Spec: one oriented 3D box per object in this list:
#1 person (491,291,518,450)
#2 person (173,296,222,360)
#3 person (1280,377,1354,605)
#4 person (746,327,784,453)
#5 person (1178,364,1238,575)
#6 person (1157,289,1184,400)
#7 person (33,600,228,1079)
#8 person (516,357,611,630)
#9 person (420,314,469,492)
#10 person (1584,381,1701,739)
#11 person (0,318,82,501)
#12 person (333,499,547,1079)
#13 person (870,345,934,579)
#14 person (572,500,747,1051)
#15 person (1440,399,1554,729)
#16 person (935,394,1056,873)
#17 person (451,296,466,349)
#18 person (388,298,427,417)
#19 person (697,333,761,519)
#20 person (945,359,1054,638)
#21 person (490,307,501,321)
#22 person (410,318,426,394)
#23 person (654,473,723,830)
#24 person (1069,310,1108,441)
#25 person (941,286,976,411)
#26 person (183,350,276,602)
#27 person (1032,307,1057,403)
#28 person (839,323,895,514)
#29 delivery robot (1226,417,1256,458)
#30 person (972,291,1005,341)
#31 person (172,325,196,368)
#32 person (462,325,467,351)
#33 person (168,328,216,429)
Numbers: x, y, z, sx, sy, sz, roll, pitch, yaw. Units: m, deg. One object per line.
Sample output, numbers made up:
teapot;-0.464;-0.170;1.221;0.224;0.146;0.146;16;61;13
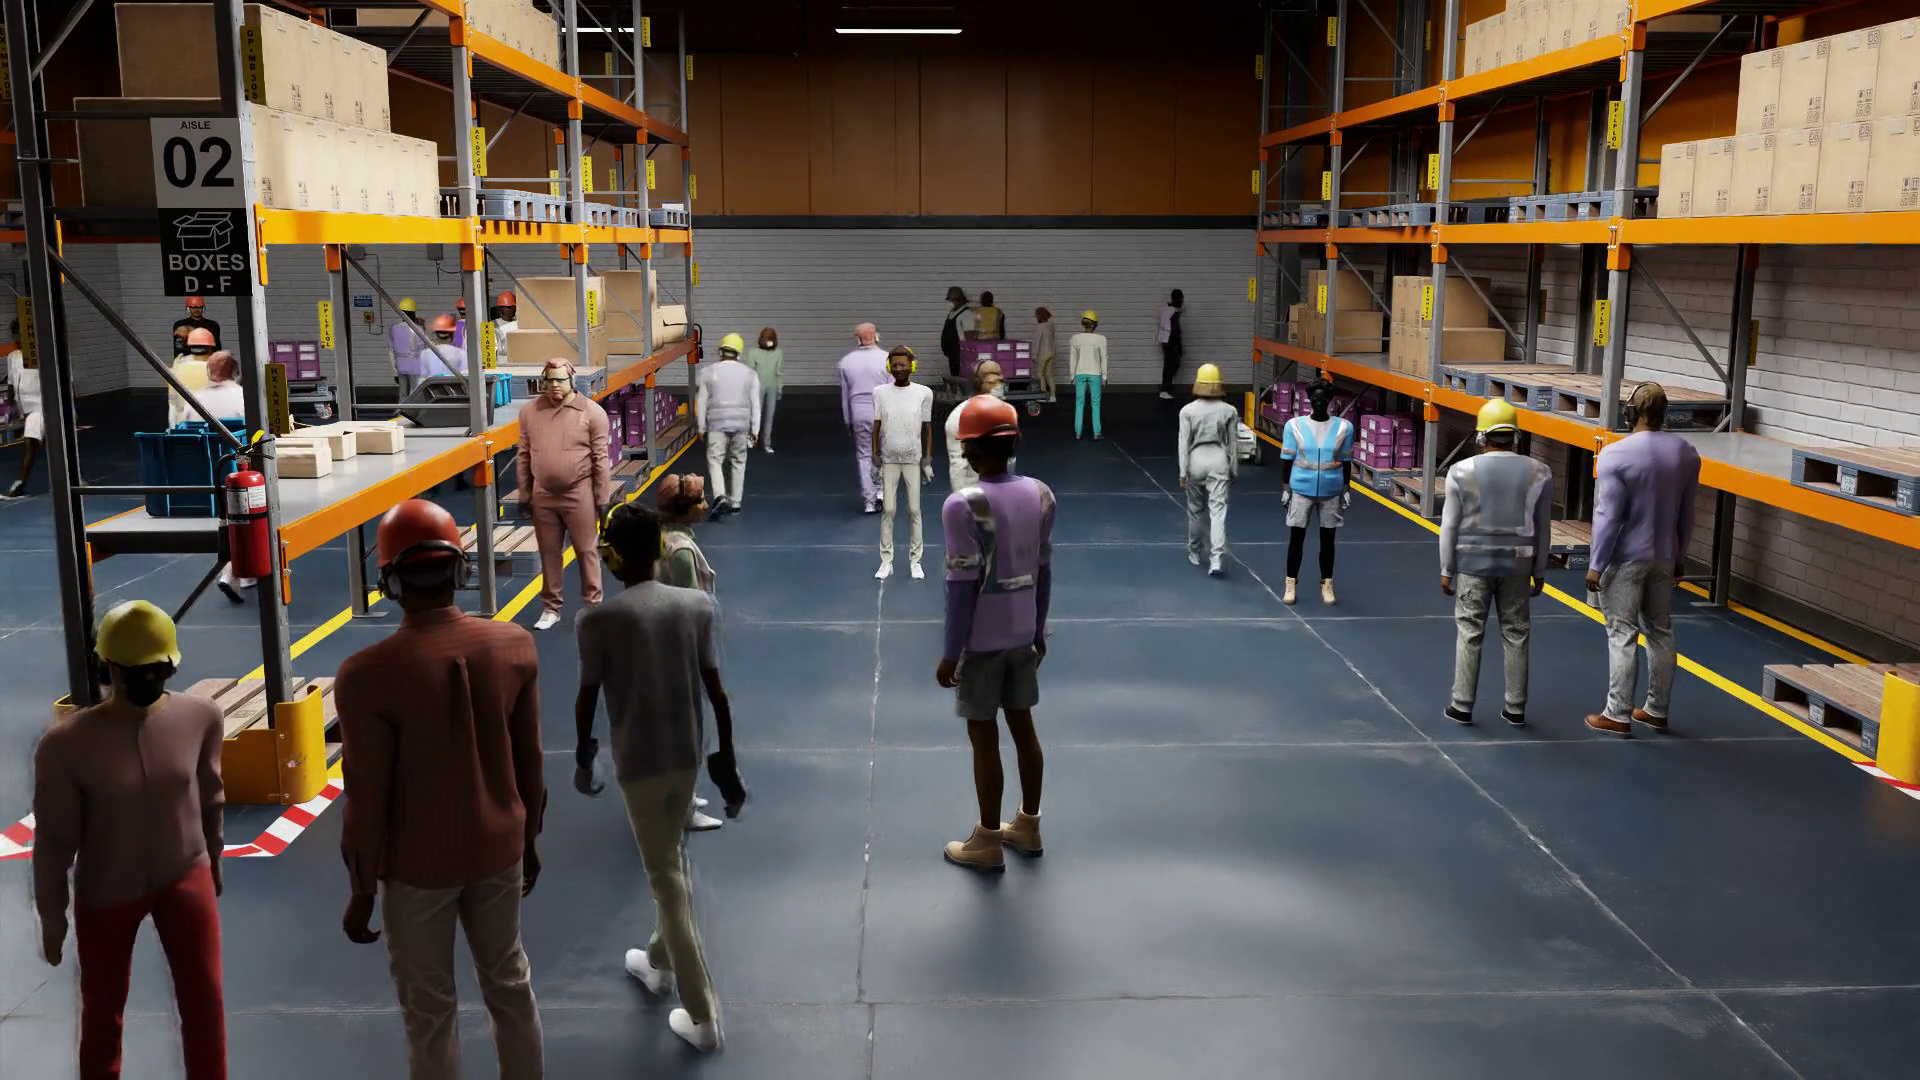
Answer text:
person;-5.813;-2.186;21.517;0.376;2.043;0.609;7;12;35
person;-10.231;-2.317;22.377;0.611;1.996;0.378;-7;12;-34
person;2.634;-0.356;12.291;0.537;1.695;0.321;1;10;7
person;-2.493;-1.911;21.188;0.503;1.614;0.437;-6;12;-30
person;2.021;-0.580;13.536;0.492;1.701;0.917;0;10;3
person;3.580;-3.331;28.381;0.371;1.878;0.697;-2;10;-10
person;-2.394;0.986;4.803;0.539;1.709;0.770;-10;14;-43
person;-2.737;-0.310;11.483;0.652;1.901;0.400;2;10;8
person;-5.482;-1.435;17.677;0.544;1.922;0.732;1;10;4
person;3.677;0.112;9.010;0.635;1.937;0.354;-3;11;-18
person;-9.792;-1.408;17.603;0.636;1.903;1.061;4;11;22
person;-1.438;0.875;4.628;0.404;1.983;0.616;9;14;41
person;-0.465;-0.612;13.247;0.513;1.867;0.328;0;10;2
person;-1.077;0.770;5.673;0.508;1.821;0.862;-9;14;-41
person;2.953;0.135;9.212;0.593;1.826;0.404;1;10;6
person;0.128;0.398;7.133;0.615;2.038;0.395;-10;14;-43
person;-6.789;-2.389;22.952;0.549;1.934;0.374;-1;10;-5
person;-7.387;-2.281;22.367;0.586;1.928;0.364;3;11;18
person;-2.233;-1.099;16.163;0.631;1.806;0.662;-3;11;-16
person;0.243;-0.242;11.075;0.646;1.900;0.901;-9;13;-40
person;-7.083;-2.720;25.457;0.537;1.696;0.321;-3;11;-16
person;-7.496;-2.251;23.007;0.311;1.638;0.521;-7;12;-35
person;-1.278;0.506;7.647;0.310;1.638;0.523;-4;11;-19
person;1.746;-2.219;22.479;0.532;1.765;0.328;4;11;19
person;0.085;-3.013;26.134;0.800;2.000;0.721;-4;11;-22
person;-5.485;-0.495;12.567;0.647;1.876;0.888;2;10;11
person;1.404;-3.074;27.690;0.335;1.607;0.516;7;13;36
person;-0.855;-1.192;16.417;0.674;1.884;0.442;4;11;21
delivery robot;3.367;-1.241;20.137;0.477;0.478;0.707;0;10;0
person;0.459;-3.311;28.383;0.646;1.837;0.429;-2;10;-11
person;-7.856;-1.284;17.093;0.629;1.835;0.429;7;12;35
person;-6.474;-2.264;22.395;0.578;1.882;0.346;6;12;28
person;-6.893;-0.971;15.185;0.577;1.899;0.702;-1;10;-4
